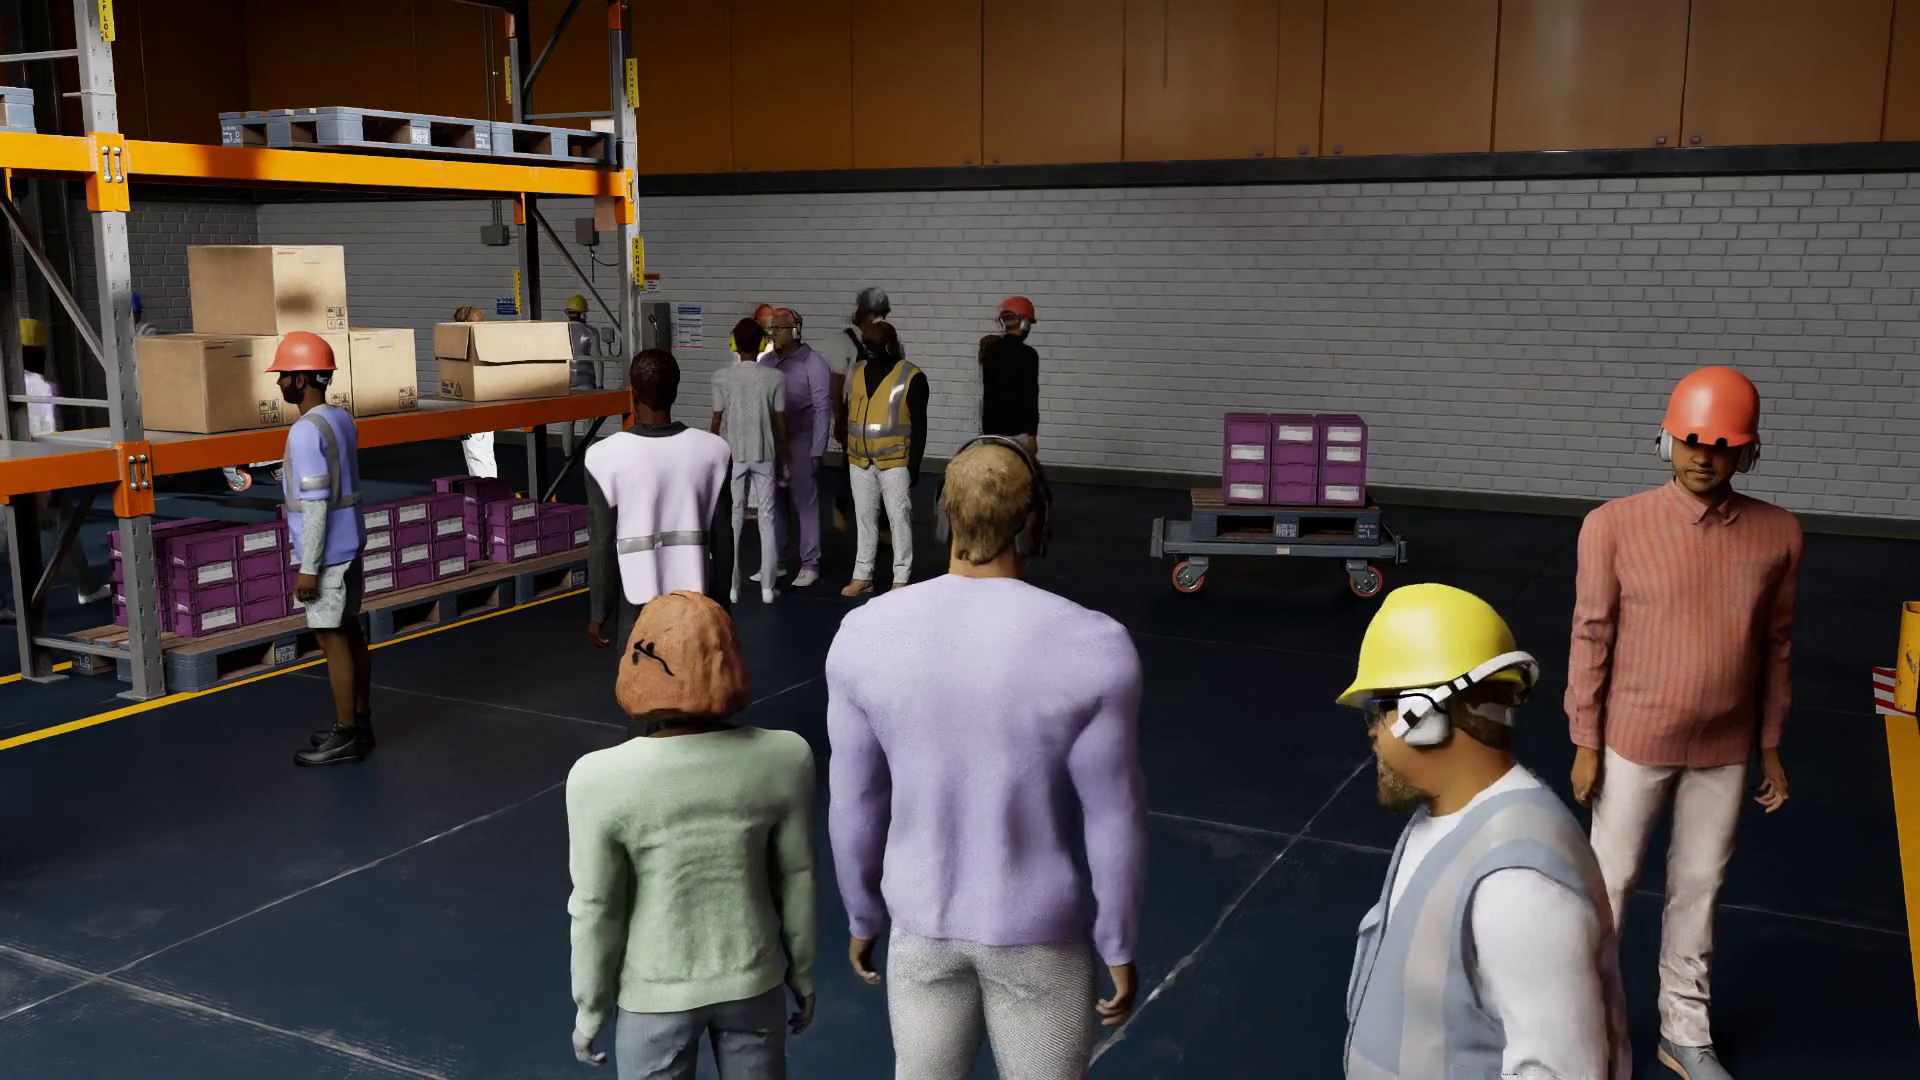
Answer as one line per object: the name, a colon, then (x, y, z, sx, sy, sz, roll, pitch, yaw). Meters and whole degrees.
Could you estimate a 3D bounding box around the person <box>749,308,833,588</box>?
person: (-1.187, -0.632, 11.422, 0.638, 1.910, 0.407, 7, 12, 34)

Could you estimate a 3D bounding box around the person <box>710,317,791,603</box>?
person: (-1.378, -0.512, 10.853, 0.536, 1.864, 0.350, 0, 10, -2)

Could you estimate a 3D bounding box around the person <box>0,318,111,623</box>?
person: (-5.820, -0.446, 10.434, 0.588, 1.878, 0.993, 2, 10, 9)

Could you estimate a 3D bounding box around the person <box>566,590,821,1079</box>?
person: (-0.520, 0.904, 3.309, 0.507, 1.636, 0.274, -4, 11, -23)

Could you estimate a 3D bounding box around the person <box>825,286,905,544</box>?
person: (-0.692, -0.981, 13.052, 0.698, 2.000, 0.604, -7, 12, -34)

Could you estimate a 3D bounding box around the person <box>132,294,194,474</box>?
person: (-8.242, -1.572, 16.957, 0.601, 1.894, 0.998, 5, 11, 27)

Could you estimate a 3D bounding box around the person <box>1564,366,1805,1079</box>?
person: (1.922, 0.532, 4.438, 0.613, 1.991, 0.391, 0, 10, -2)

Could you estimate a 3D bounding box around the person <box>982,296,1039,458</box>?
person: (0.350, -0.823, 12.363, 0.571, 1.961, 0.653, -8, 13, -39)

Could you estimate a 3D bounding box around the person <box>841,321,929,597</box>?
person: (-0.523, -0.517, 10.964, 0.620, 1.837, 0.429, 5, 11, 27)

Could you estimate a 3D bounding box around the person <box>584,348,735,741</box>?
person: (-1.147, 0.226, 6.422, 0.591, 1.919, 0.390, -6, 11, -29)

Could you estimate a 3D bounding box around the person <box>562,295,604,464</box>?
person: (-4.108, -1.721, 17.941, 0.601, 1.830, 0.404, 2, 10, 13)

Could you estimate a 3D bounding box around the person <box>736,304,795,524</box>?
person: (-1.588, -1.054, 14.013, 0.720, 1.849, 0.697, 7, 12, 35)

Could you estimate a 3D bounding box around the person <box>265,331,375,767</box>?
person: (-2.851, 0.044, 7.416, 0.375, 1.939, 0.546, 0, 10, -3)

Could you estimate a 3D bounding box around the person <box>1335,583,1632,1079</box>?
person: (0.869, 0.971, 2.510, 0.635, 1.787, 0.653, 1, 10, 5)

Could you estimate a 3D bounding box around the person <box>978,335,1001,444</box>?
person: (0.263, -0.816, 13.266, 0.277, 1.636, 0.507, 1, 10, 5)

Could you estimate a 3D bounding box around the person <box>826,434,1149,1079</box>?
person: (0.056, 0.761, 3.265, 0.635, 1.937, 0.352, 3, 10, 17)

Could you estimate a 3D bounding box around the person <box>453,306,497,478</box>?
person: (-4.028, -1.005, 13.772, 0.429, 1.844, 0.626, -1, 10, -4)
